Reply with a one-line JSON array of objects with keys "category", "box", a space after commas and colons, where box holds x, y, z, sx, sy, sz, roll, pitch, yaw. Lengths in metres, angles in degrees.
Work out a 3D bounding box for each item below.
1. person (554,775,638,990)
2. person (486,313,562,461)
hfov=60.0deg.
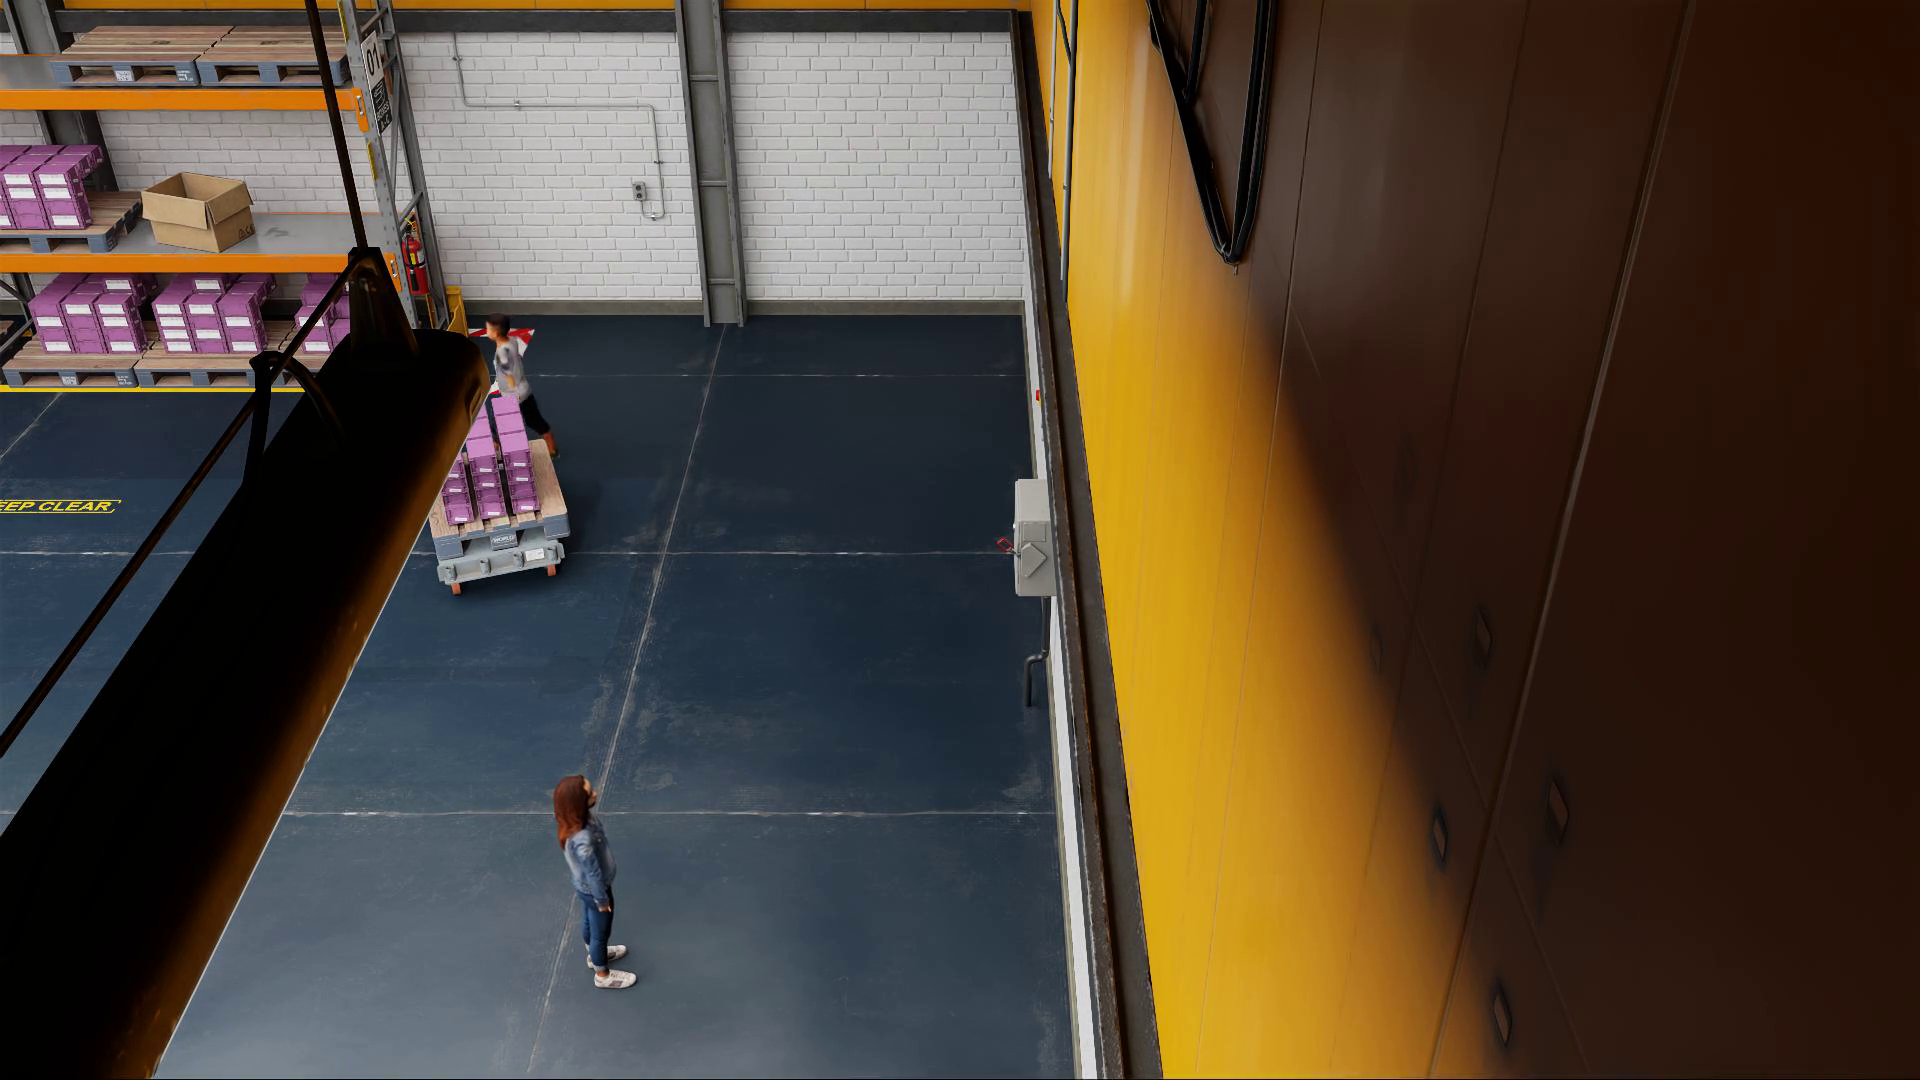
[{"category": "person", "box": [-2.045, 1.881, 9.220, 0.621, 1.476, 0.636, -13, 36, -19]}, {"category": "person", "box": [-3.707, -1.295, 14.049, 0.986, 1.421, 0.629, -1, 34, -2]}]
